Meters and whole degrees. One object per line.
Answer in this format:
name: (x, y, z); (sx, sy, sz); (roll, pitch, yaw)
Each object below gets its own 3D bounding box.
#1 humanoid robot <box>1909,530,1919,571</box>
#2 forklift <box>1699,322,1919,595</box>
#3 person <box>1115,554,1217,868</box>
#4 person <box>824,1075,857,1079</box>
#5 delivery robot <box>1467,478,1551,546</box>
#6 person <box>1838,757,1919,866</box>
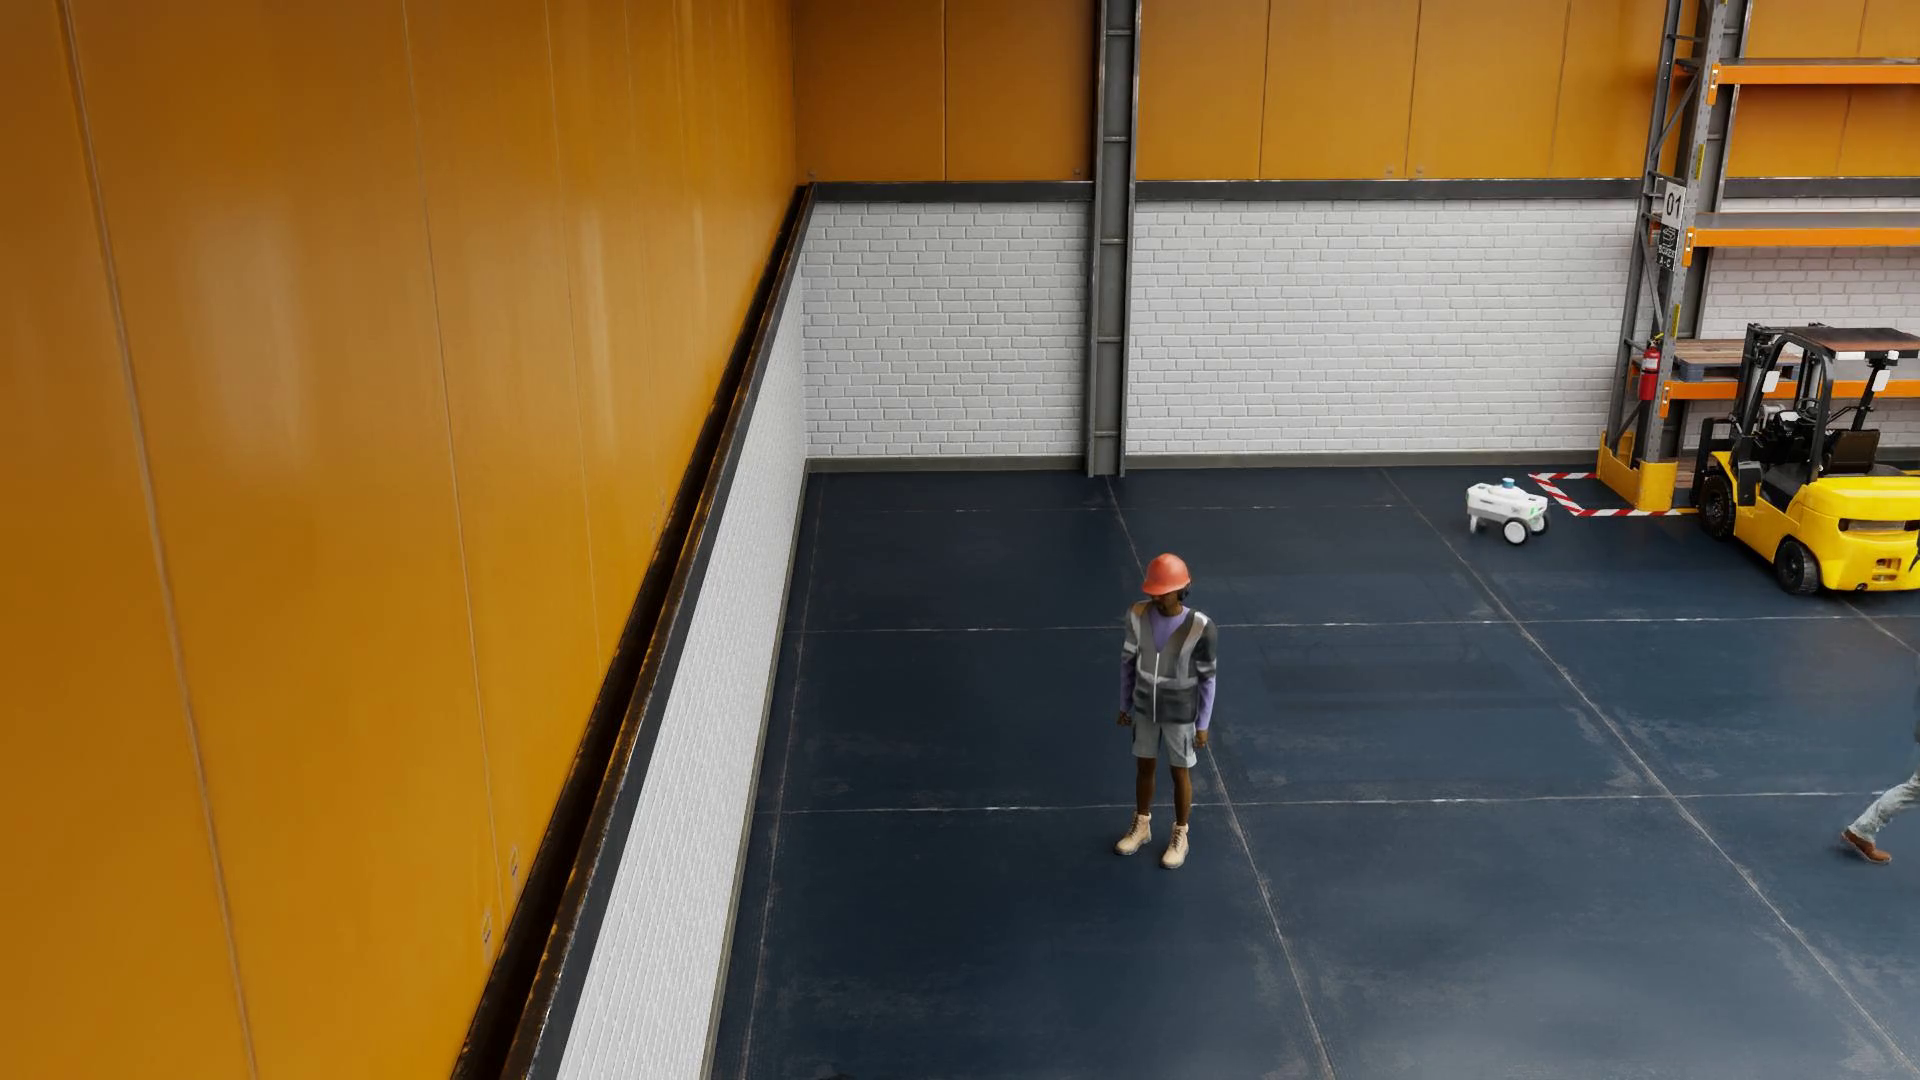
humanoid robot: (7.928, 0.138, 13.208); (0.607, 1.636, 0.672); (8, 22, 21)
forklift: (7.809, -0.792, 14.926); (1.214, 2.155, 2.313); (-1, 20, -2)
person: (1.239, 1.044, 10.165); (0.613, 2.040, 0.391); (12, 24, 30)
person: (-0.383, 2.704, 6.155); (0.322, 1.698, 0.535); (-1, 20, -1)
delivery robot: (5.237, -0.301, 15.924); (0.744, 0.573, 0.509); (18, 27, 40)
person: (5.917, 1.208, 9.937); (0.983, 1.896, 0.629); (12, 24, 30)
